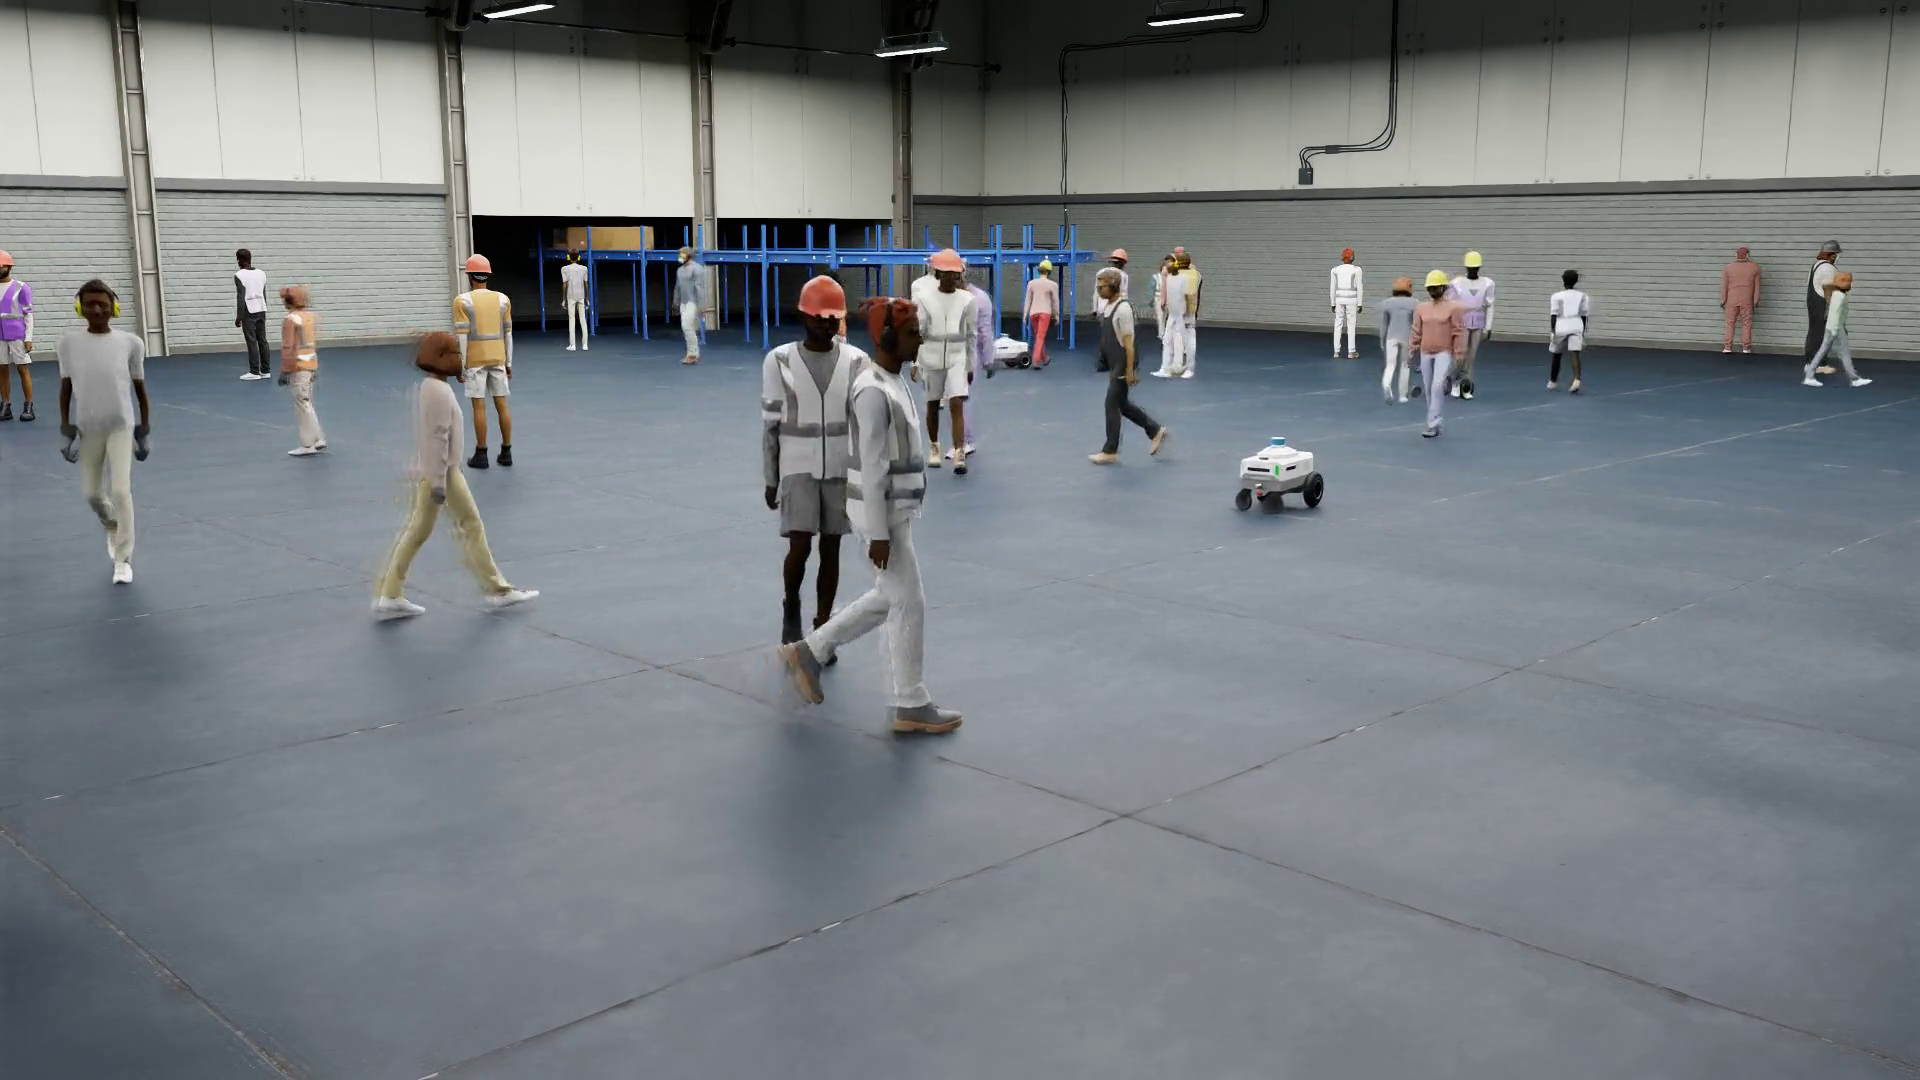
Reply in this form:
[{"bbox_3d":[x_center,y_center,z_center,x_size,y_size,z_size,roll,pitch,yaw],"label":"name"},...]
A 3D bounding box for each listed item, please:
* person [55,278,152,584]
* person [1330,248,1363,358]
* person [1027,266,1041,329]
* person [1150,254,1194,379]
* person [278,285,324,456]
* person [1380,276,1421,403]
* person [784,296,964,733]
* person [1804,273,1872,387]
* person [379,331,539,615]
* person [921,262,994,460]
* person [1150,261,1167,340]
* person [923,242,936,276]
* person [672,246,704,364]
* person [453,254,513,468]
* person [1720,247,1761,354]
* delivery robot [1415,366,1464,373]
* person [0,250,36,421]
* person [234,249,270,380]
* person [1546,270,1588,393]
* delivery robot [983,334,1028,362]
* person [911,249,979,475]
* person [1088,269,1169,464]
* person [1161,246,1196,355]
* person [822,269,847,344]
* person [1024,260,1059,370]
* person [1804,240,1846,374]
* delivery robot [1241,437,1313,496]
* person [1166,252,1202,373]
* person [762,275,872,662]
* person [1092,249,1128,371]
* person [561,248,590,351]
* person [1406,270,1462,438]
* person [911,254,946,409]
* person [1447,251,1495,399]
[{"bbox_3d":[-5.299,-0.695,10.331,0.515,1.855,0.714,-3,11,-16],"label":"person"},{"bbox_3d":[6.714,-4.113,28.880,0.574,1.886,0.356,6,12,32],"label":"person"},{"bbox_3d":[1.686,-5.641,37.722,0.553,1.695,0.320,-6,12,-28],"label":"person"},{"bbox_3d":[3.168,-3.292,24.557,0.876,1.821,0.688,-7,13,-34],"label":"person"},{"bbox_3d":[-6.362,-1.629,16.037,0.331,1.625,0.563,0,10,-1],"label":"person"},{"bbox_3d":[5.514,-2.504,20.897,0.504,1.604,0.676,5,11,24],"label":"person"},{"bbox_3d":[-0.380,-0.109,7.125,0.738,1.865,0.584,1,10,6],"label":"person"},{"bbox_3d":[12.314,-2.936,23.268,0.845,1.587,0.517,3,11,17],"label":"person"},{"bbox_3d":[-2.869,-0.373,9.294,0.877,1.581,0.519,-5,12,-26],"label":"person"},{"bbox_3d":[-0.071,-1.699,15.726,0.674,1.875,0.826,7,12,33],"label":"person"},{"bbox_3d":[4.111,-4.794,33.398,0.532,1.580,0.870,-2,11,-12],"label":"person"},{"bbox_3d":[-0.614,-5.854,38.220,0.605,1.943,0.402,-8,13,-36],"label":"person"},{"bbox_3d":[-4.524,-3.840,27.279,0.590,1.923,0.666,-9,13,-39],"label":"person"},{"bbox_3d":[-4.382,-1.644,15.276,0.548,1.936,0.379,-8,13,-39],"label":"person"},{"bbox_3d":[13.944,-4.280,29.745,0.643,1.905,0.399,5,11,23],"label":"person"},{"bbox_3d":[6.338,-2.319,21.882,0.698,0.223,0.335,-4,11,-23],"label":"delivery robot"},{"bbox_3d":[-10.911,-2.341,19.065,0.545,1.942,0.352,-1,10,-5],"label":"person"},{"bbox_3d":[-10.457,-3.337,24.570,0.391,1.915,0.587,3,11,17],"label":"person"},{"bbox_3d":[8.238,-2.824,22.510,0.534,1.659,0.889,0,10,2],"label":"person"},{"bbox_3d":[0.723,-3.055,26.603,0.707,0.478,0.477,-5,12,-26],"label":"delivery robot"},{"bbox_3d":[-0.141,-1.599,14.922,0.628,1.989,1.070,-1,10,-5],"label":"person"},{"bbox_3d":[1.585,-1.630,15.561,0.769,1.815,0.533,-2,11,-10],"label":"person"},{"bbox_3d":[3.876,-4.241,29.517,0.639,1.910,0.407,0,10,2],"label":"person"},{"bbox_3d":[-1.770,-2.738,22.000,0.859,1.653,0.539,0,10,2],"label":"person"},{"bbox_3d":[1.308,-3.569,26.404,0.551,1.714,0.907,5,12,26],"label":"person"},{"bbox_3d":[13.440,-3.607,25.815,0.536,2.000,0.683,1,10,7],"label":"person"},{"bbox_3d":[2.479,-0.560,12.994,0.477,0.478,0.707,7,13,34],"label":"delivery robot"},{"bbox_3d":[3.443,-3.523,25.782,0.620,1.845,0.429,-7,13,-34],"label":"person"},{"bbox_3d":[-0.687,-0.334,8.184,0.538,1.915,0.435,-3,11,-16],"label":"person"},{"bbox_3d":[2.385,-3.589,26.020,0.623,1.882,0.600,-9,14,-42],"label":"person"},{"bbox_3d":[-7.095,-4.434,30.676,0.526,1.871,0.324,-6,12,-28],"label":"person"},{"bbox_3d":[4.913,-1.928,17.357,0.543,1.741,0.722,9,14,41],"label":"person"},{"bbox_3d":[-0.290,-2.525,20.212,0.660,1.887,0.551,-4,11,-20],"label":"person"},{"bbox_3d":[6.608,-2.771,21.523,0.578,1.901,0.492,0,10,3],"label":"person"}]
